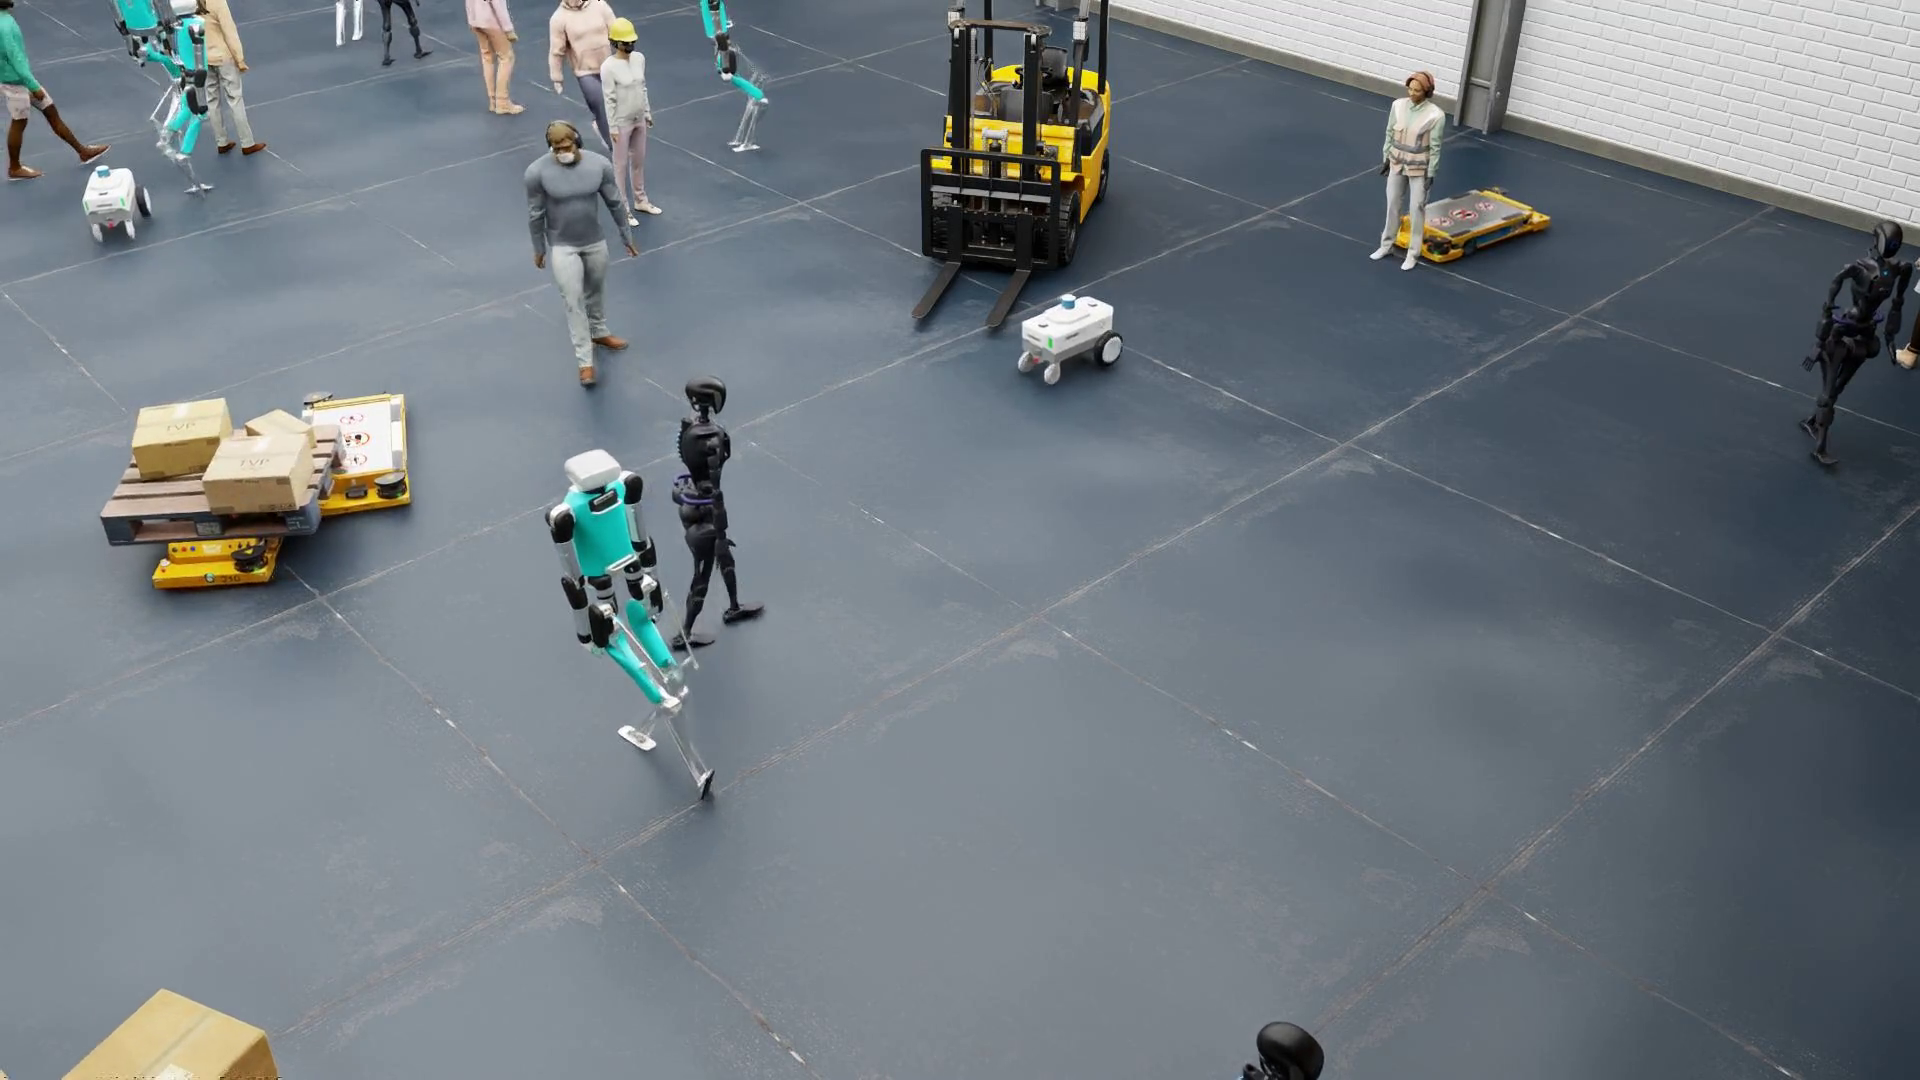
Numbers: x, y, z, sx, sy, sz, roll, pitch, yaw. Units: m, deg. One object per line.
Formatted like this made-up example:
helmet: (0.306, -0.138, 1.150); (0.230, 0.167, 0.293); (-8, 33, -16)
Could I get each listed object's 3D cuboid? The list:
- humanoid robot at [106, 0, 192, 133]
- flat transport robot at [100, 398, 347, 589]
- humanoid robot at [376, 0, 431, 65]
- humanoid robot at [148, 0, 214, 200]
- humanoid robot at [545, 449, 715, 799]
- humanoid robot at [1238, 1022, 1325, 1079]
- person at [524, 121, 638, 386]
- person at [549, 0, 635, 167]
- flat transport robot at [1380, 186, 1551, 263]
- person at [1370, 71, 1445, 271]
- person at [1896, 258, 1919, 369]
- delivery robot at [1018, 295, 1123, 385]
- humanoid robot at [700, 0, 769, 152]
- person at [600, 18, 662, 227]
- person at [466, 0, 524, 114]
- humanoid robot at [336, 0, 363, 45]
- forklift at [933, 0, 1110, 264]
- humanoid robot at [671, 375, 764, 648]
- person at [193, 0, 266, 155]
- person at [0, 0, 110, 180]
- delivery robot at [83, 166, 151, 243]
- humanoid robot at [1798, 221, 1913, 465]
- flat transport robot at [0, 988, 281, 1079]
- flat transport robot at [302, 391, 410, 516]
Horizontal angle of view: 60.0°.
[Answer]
humanoid robot: (-7.865, -4.905, 16.393); (0.553, 1.722, 0.989); (1, 33, 1)
flat transport robot: (-4.541, -0.179, 10.448); (0.659, 0.231, 1.431); (-3, 33, -5)
humanoid robot: (-6.245, -6.091, 18.273); (0.610, 1.622, 0.589); (10, 34, 16)
humanoid robot: (-6.954, -3.867, 14.826); (0.760, 1.833, 0.534); (-20, 38, -28)
humanoid robot: (-1.481, 0.474, 8.133); (0.915, 1.790, 0.549); (25, 40, 33)
humanoid robot: (0.994, 2.199, 5.543); (0.785, 1.622, 0.589); (17, 37, 24)
person: (-2.658, -2.079, 11.885); (0.708, 1.889, 0.889); (-19, 38, -26)
person: (-3.400, -4.380, 15.490); (0.805, 1.804, 0.598); (-18, 37, -25)
flat transport robot: (4.382, -2.732, 14.373); (1.431, 0.231, 0.659); (-21, 38, -29)
person: (3.665, -3.019, 13.565); (0.315, 1.632, 0.517); (-27, 42, -35)
person: (7.172, -2.025, 11.971); (0.535, 1.698, 0.321); (4, 33, 6)
delivery robot: (0.786, -1.515, 12.229); (0.758, 0.583, 0.499); (-27, 41, -35)
humanoid robot: (-2.112, -4.568, 15.859); (0.692, 1.783, 0.540); (-9, 34, -13)
person: (-2.844, -3.617, 14.359); (0.326, 1.768, 0.524); (19, 38, 27)
person: (-4.752, -5.180, 16.786); (0.585, 1.755, 0.408); (26, 41, 34)
humanoid robot: (-7.013, -6.524, 18.851); (0.532, 1.801, 0.701); (1, 33, 1)
forklift: (0.570, -3.725, 14.138); (1.214, 2.155, 2.313); (9, 34, 13)
humanoid robot: (-1.375, -0.159, 9.143); (0.653, 1.631, 0.596); (-12, 35, -18)
person: (-7.046, -4.565, 15.719); (0.564, 1.877, 0.408); (6, 33, 8)
person: (-8.534, -4.238, 15.287); (0.938, 1.801, 0.517); (-13, 35, -18)
delivery robot: (-7.370, -2.959, 14.442); (0.499, 0.576, 0.768); (-10, 34, -15)
humanoid robot: (5.887, -1.310, 10.911); (0.599, 1.636, 0.681); (-3, 33, -5)
flat transport robot: (-3.011, 2.641, 6.113); (1.431, 0.231, 0.659); (26, 41, 34)
flat transport robot: (-4.043, -0.611, 11.112); (0.659, 0.231, 1.431); (-9, 34, -14)
